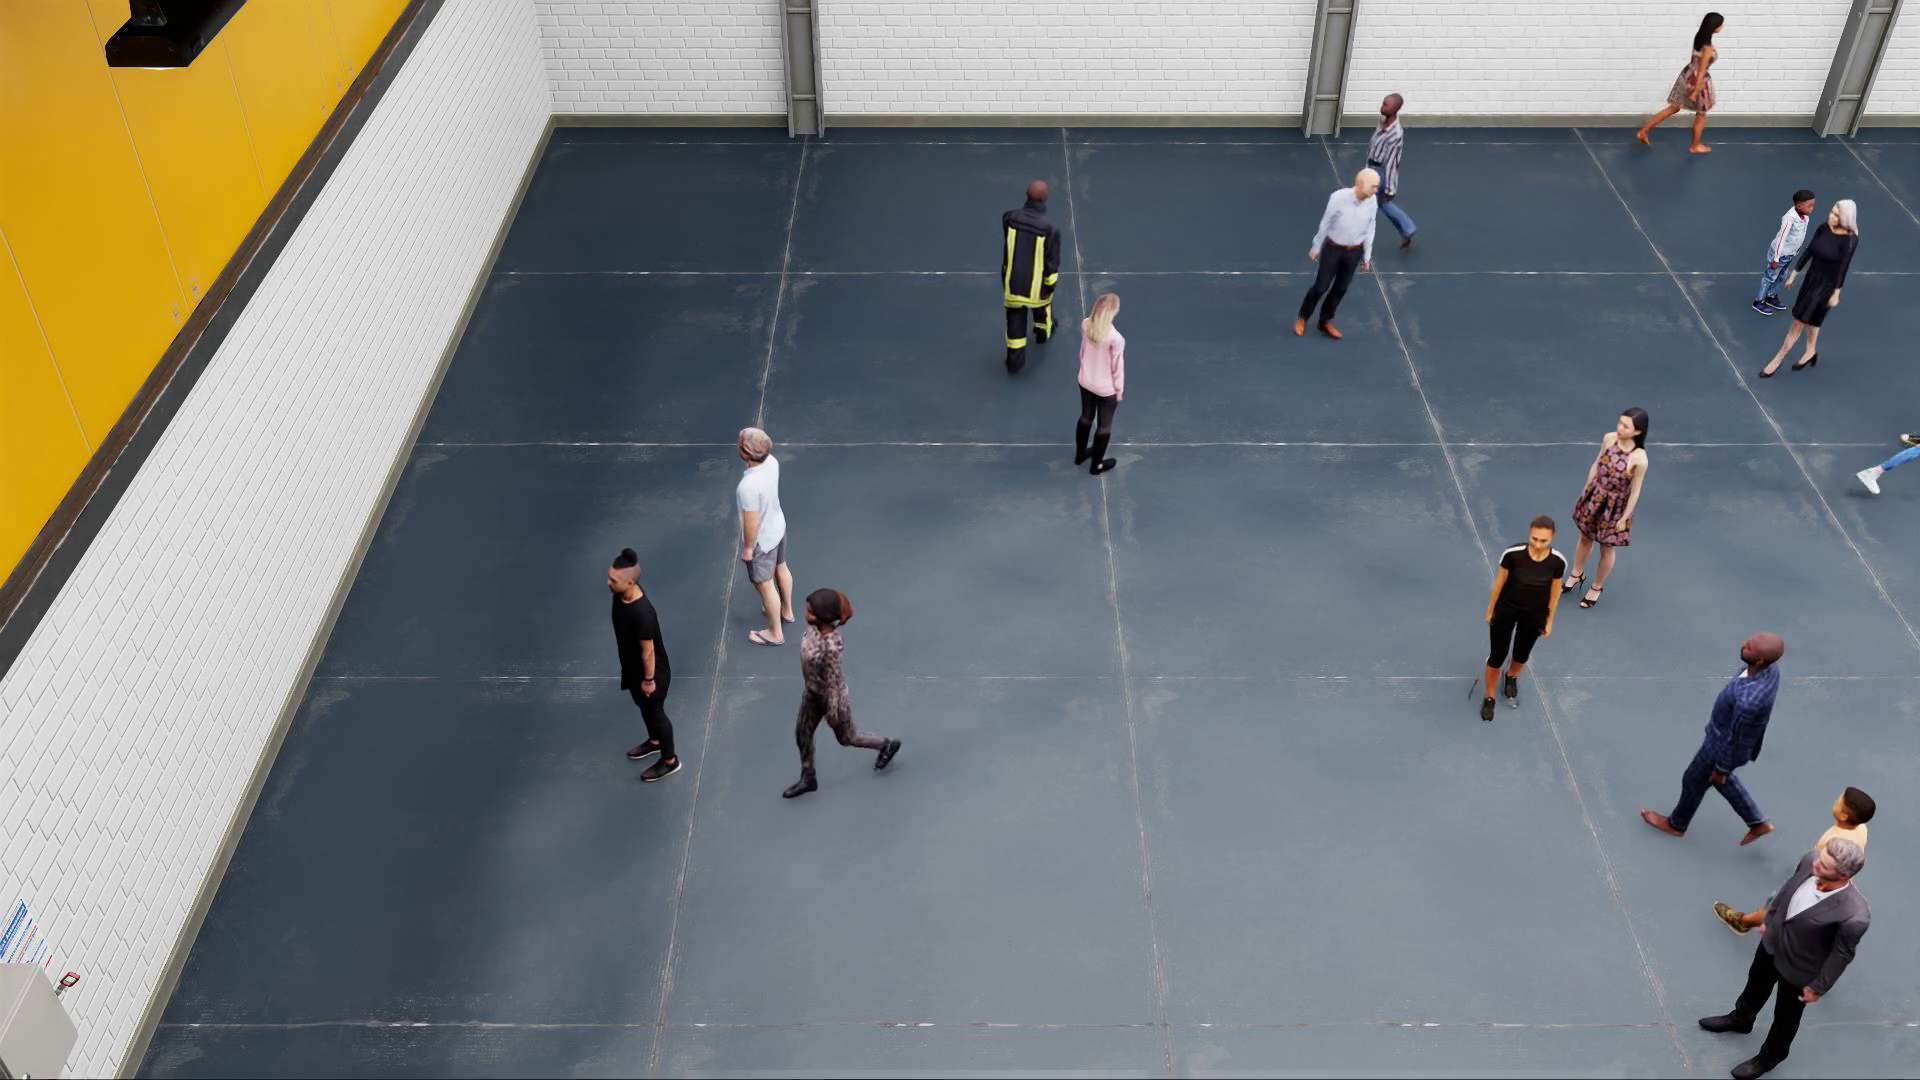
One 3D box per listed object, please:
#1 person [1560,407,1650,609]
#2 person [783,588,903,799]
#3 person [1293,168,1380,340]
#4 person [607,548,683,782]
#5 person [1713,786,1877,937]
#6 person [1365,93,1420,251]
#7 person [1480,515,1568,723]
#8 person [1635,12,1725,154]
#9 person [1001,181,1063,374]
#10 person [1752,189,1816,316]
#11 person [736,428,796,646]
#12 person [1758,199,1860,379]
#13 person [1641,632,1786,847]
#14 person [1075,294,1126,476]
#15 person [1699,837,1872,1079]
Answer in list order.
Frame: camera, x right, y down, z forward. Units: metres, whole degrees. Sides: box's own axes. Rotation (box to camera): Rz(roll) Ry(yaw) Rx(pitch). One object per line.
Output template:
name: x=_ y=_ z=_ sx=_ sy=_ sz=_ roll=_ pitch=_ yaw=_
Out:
person: x=4.799 y=-0.236 z=12.341 sx=0.828 sy=1.773 sz=0.792 roll=-19 pitch=43 yaw=-23
person: x=-0.778 y=1.002 z=10.860 sx=1.165 sy=1.687 sz=0.896 roll=-16 pitch=41 yaw=-20
person: x=3.482 y=-2.658 z=15.393 sx=0.651 sy=1.748 sz=0.871 roll=3 pitch=39 yaw=4
person: x=-2.093 y=0.801 z=10.966 sx=0.766 sy=1.868 sz=0.763 roll=-20 pitch=43 yaw=-23
person: x=5.117 y=2.056 z=9.748 sx=0.971 sy=1.427 sz=0.978 roll=-27 pitch=46 yaw=-30
person: x=4.264 y=-3.596 z=16.561 sx=1.131 sy=1.757 sz=0.667 roll=-2 pitch=39 yaw=-2
person: x=3.892 y=0.464 z=11.555 sx=0.771 sy=1.660 sz=0.773 roll=9 pitch=39 yaw=11
person: x=8.080 y=-5.077 z=18.528 sx=1.073 sy=1.616 sz=0.623 roll=-1 pitch=39 yaw=-1
person: x=0.588 y=-2.337 z=14.964 sx=1.165 sy=1.783 sz=1.064 roll=13 pitch=40 yaw=16
person: x=7.906 y=-2.788 z=15.946 sx=0.550 sy=1.261 sz=0.623 roll=-22 pitch=44 yaw=-25
person: x=-1.412 y=-0.036 z=12.044 sx=0.650 sy=1.830 sz=0.721 roll=11 pitch=40 yaw=13
person: x=7.765 y=-2.261 z=14.916 sx=0.978 sy=1.724 sz=0.787 roll=-11 pitch=40 yaw=-13
person: x=4.903 y=1.279 z=10.422 sx=1.110 sy=1.802 sz=0.986 roll=23 pitch=44 yaw=26
person: x=1.139 y=-1.289 z=13.732 sx=0.739 sy=1.682 sz=0.689 roll=-29 pitch=47 yaw=-31
person: x=4.602 y=2.266 z=9.158 sx=0.655 sy=1.835 sz=0.754 roll=-6 pitch=39 yaw=-7
